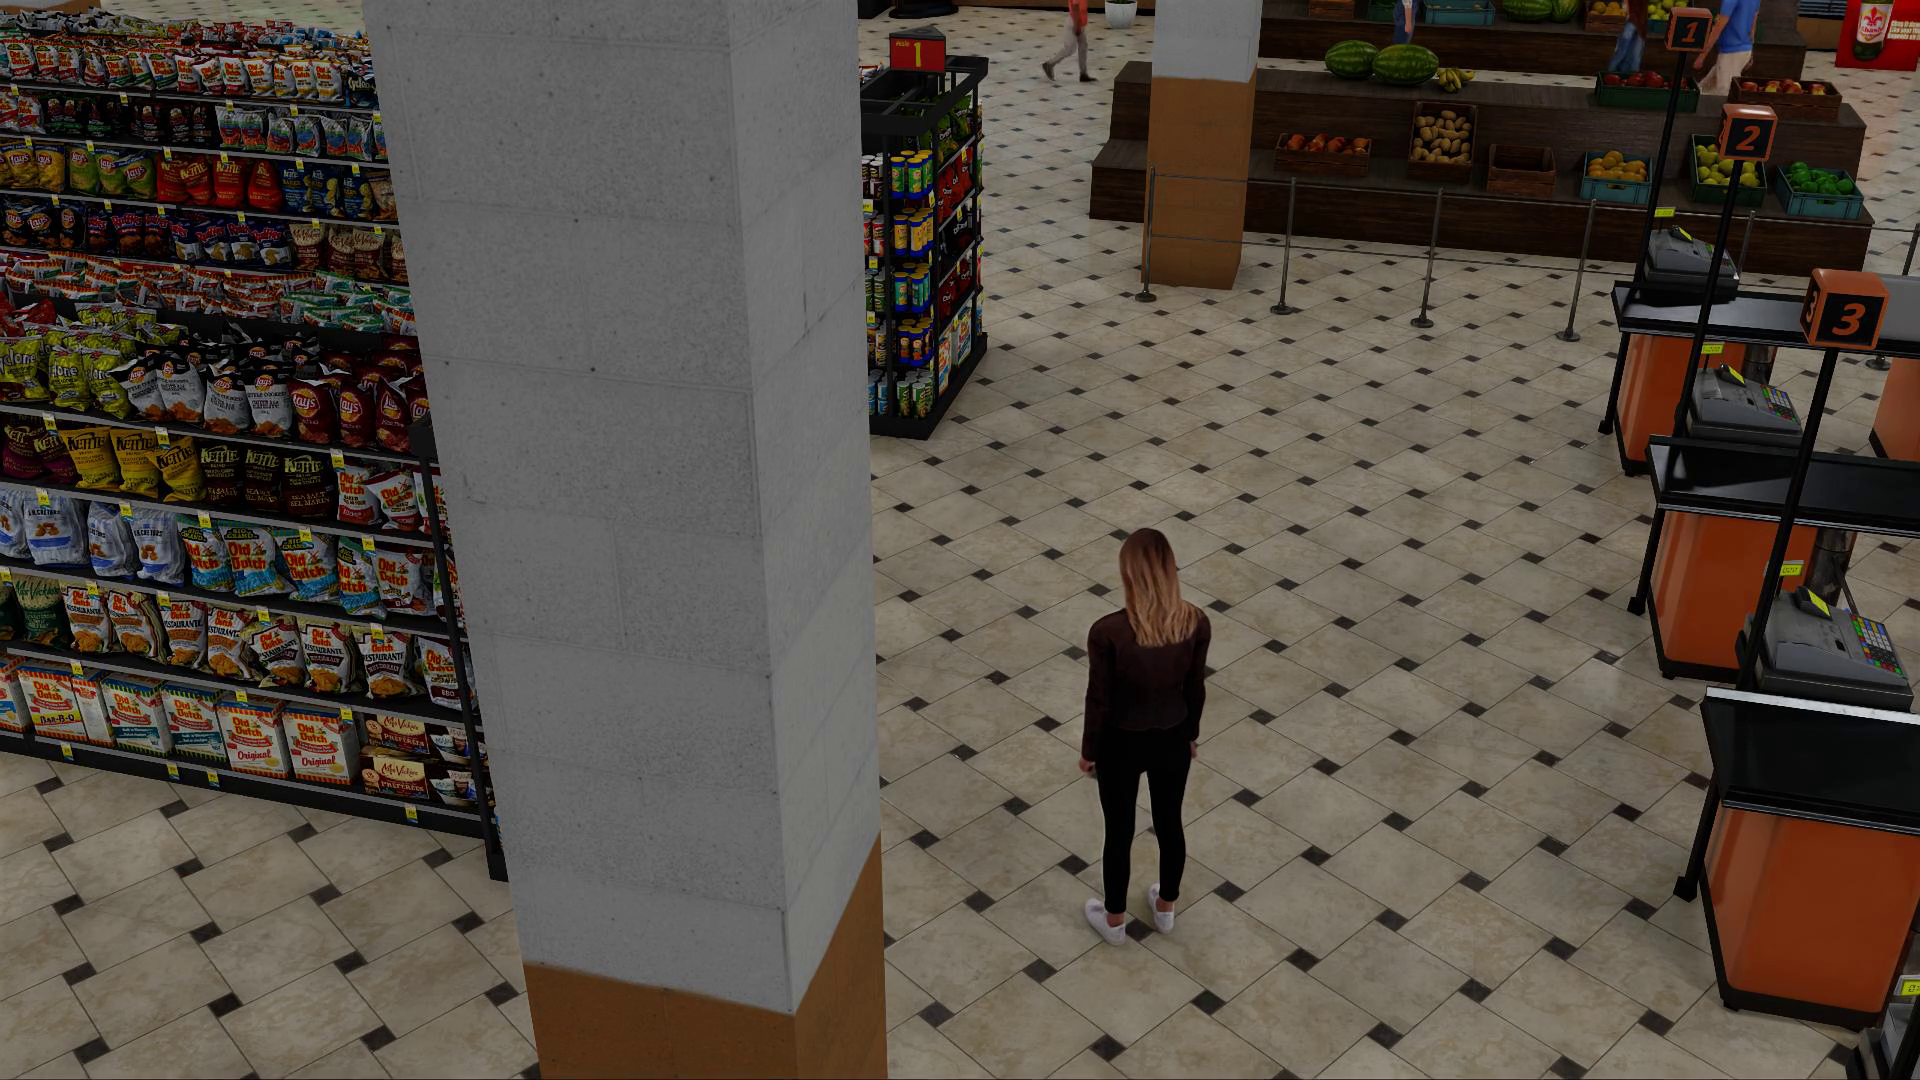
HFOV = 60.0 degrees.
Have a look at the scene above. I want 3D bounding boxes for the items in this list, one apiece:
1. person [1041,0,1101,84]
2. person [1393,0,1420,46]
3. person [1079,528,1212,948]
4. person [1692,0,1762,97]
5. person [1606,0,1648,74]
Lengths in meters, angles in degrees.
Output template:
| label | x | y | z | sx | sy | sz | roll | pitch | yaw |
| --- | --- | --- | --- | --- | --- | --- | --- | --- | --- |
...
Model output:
| label | x | y | z | sx | sy | sz | roll | pitch | yaw |
| --- | --- | --- | --- | --- | --- | --- | --- | --- | --- |
| person | 1.193 | -5.600 | 18.021 | 0.864 | 1.293 | 0.495 | 8 | 30 | 14 |
| person | 4.623 | -5.466 | 17.323 | 0.533 | 1.727 | 0.590 | 5 | 29 | 9 |
| person | 0.662 | 0.735 | 5.988 | 0.613 | 1.705 | 0.737 | -7 | 29 | -13 |
| person | 7.182 | -4.415 | 15.304 | 1.076 | 1.816 | 1.259 | -21 | 35 | -34 |
| person | 6.339 | -4.403 | 15.649 | 0.662 | 1.465 | 0.570 | 9 | 30 | 16 |
